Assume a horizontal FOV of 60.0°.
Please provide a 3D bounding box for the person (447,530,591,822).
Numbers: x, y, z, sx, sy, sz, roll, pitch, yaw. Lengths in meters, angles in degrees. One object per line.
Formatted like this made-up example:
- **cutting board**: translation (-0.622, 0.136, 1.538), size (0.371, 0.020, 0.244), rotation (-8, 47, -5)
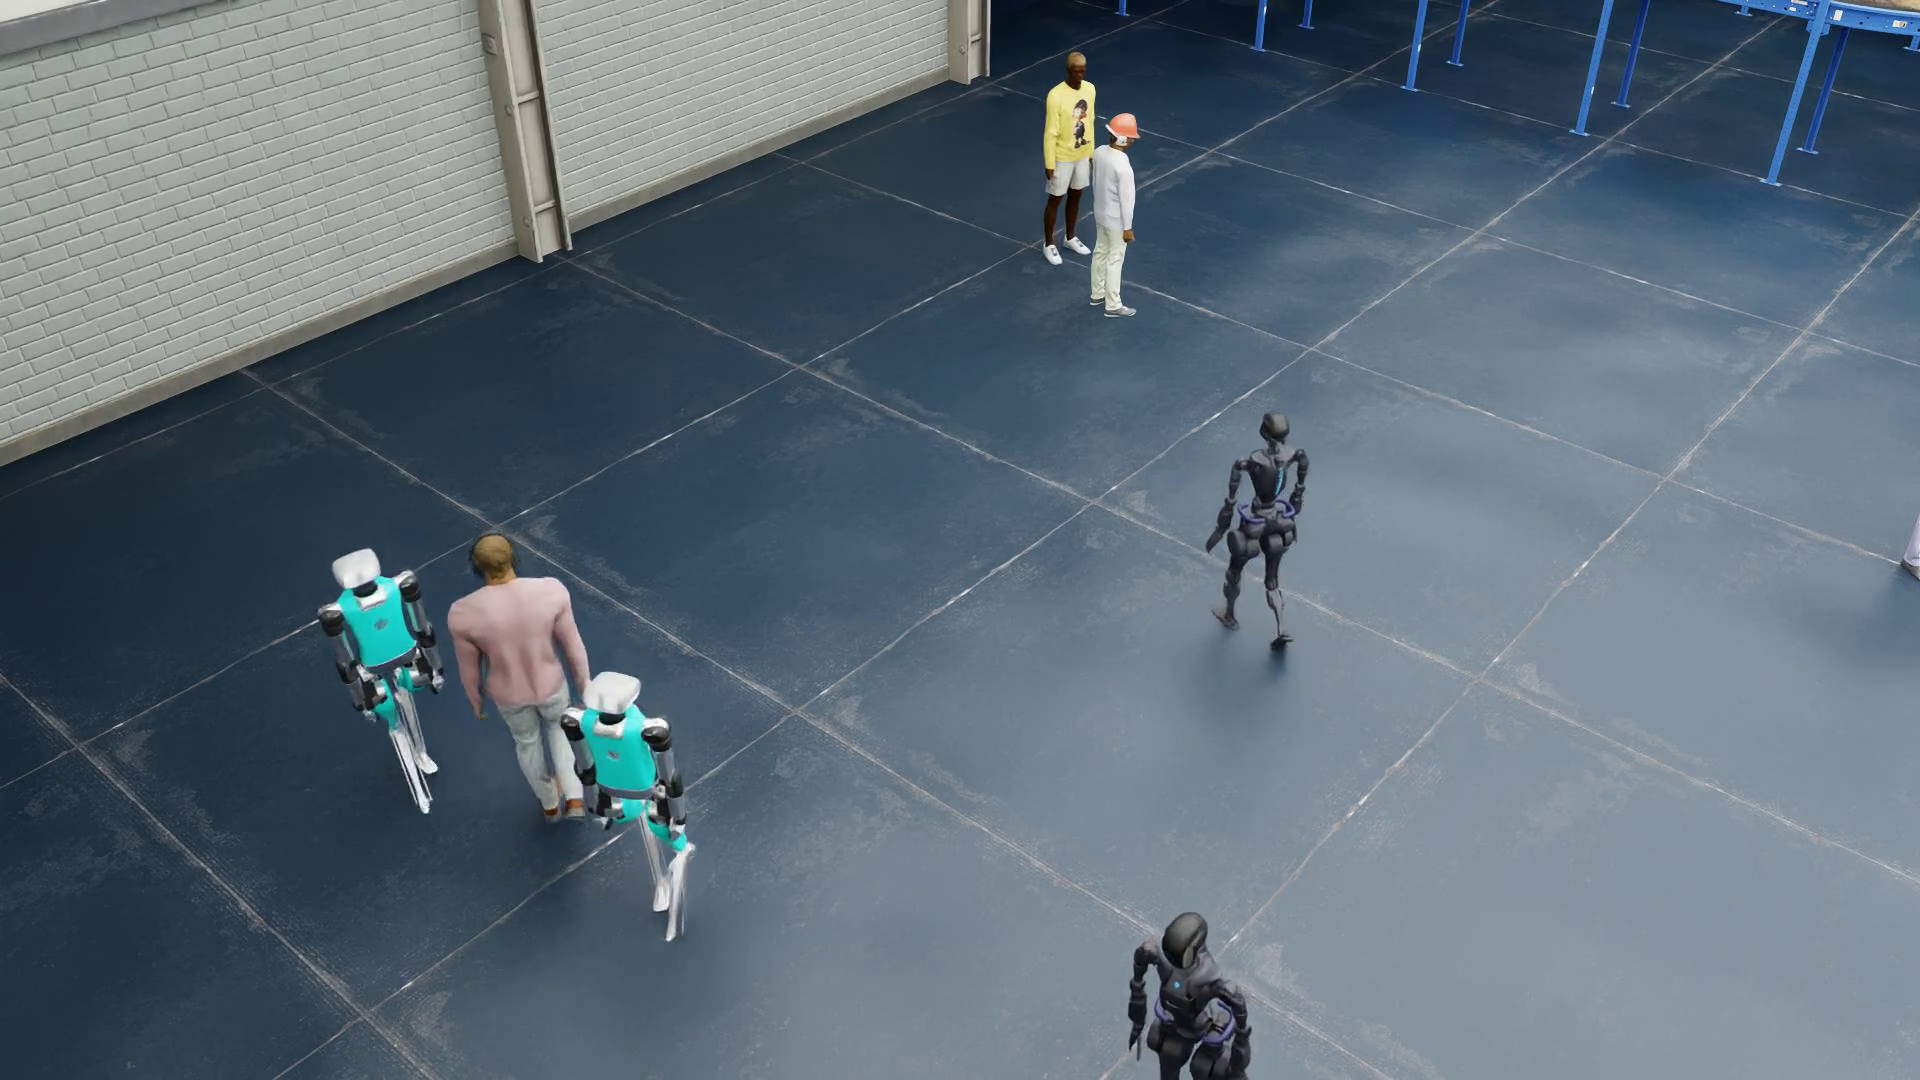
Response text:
- **person**: translation (-2.304, 0.785, 8.870), size (0.671, 1.910, 0.495), rotation (-11, 37, -15)

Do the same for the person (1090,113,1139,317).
- **person**: translation (1.307, -2.725, 13.941), size (0.335, 1.742, 0.561), rotation (-14, 38, -19)

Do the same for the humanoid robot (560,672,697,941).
- **humanoid robot**: translation (-1.570, 1.258, 8.385), size (0.534, 1.809, 0.767), rotation (6, 36, 8)

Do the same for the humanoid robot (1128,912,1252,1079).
- **humanoid robot**: translation (0.996, 2.169, 7.141), size (0.606, 1.639, 0.384), rotation (20, 40, 26)

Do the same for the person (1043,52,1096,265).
- **person**: translation (0.970, -3.402, 14.759), size (0.551, 1.898, 0.360), rotation (-22, 41, -28)

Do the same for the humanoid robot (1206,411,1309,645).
- **humanoid robot**: translation (1.863, -0.051, 10.273), size (0.601, 1.673, 0.533), rotation (-11, 37, -16)

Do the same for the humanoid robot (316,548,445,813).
- **humanoid robot**: translation (-3.193, 0.705, 9.144), size (0.588, 1.788, 0.802), rotation (-24, 42, -30)

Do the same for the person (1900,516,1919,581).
- **person**: translation (6.590, -0.571, 10.829), size (0.568, 1.844, 0.379), rotation (-22, 41, -28)
